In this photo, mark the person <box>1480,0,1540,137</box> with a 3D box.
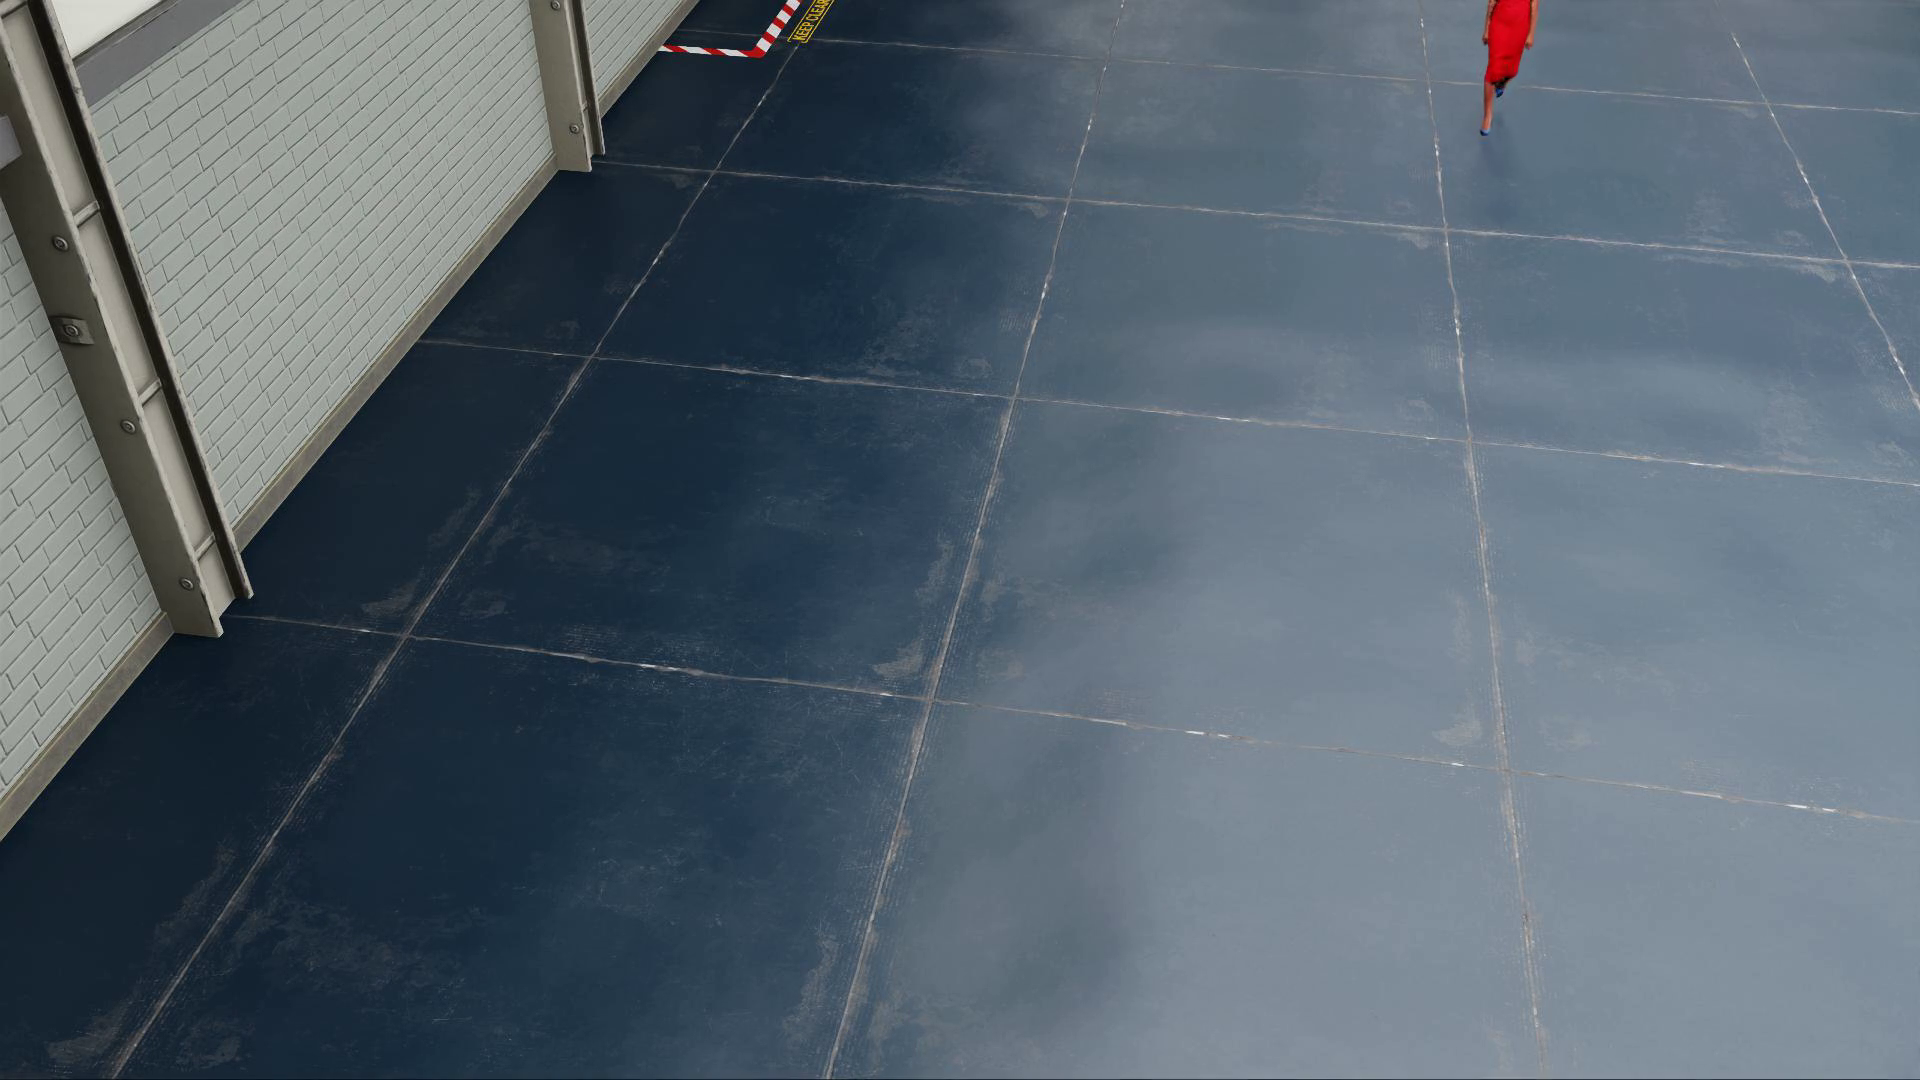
[{"bbox_3d":[4.704,-4.369,14.202,0.697,1.717,1.061,13,40,16],"label":"person"}]
